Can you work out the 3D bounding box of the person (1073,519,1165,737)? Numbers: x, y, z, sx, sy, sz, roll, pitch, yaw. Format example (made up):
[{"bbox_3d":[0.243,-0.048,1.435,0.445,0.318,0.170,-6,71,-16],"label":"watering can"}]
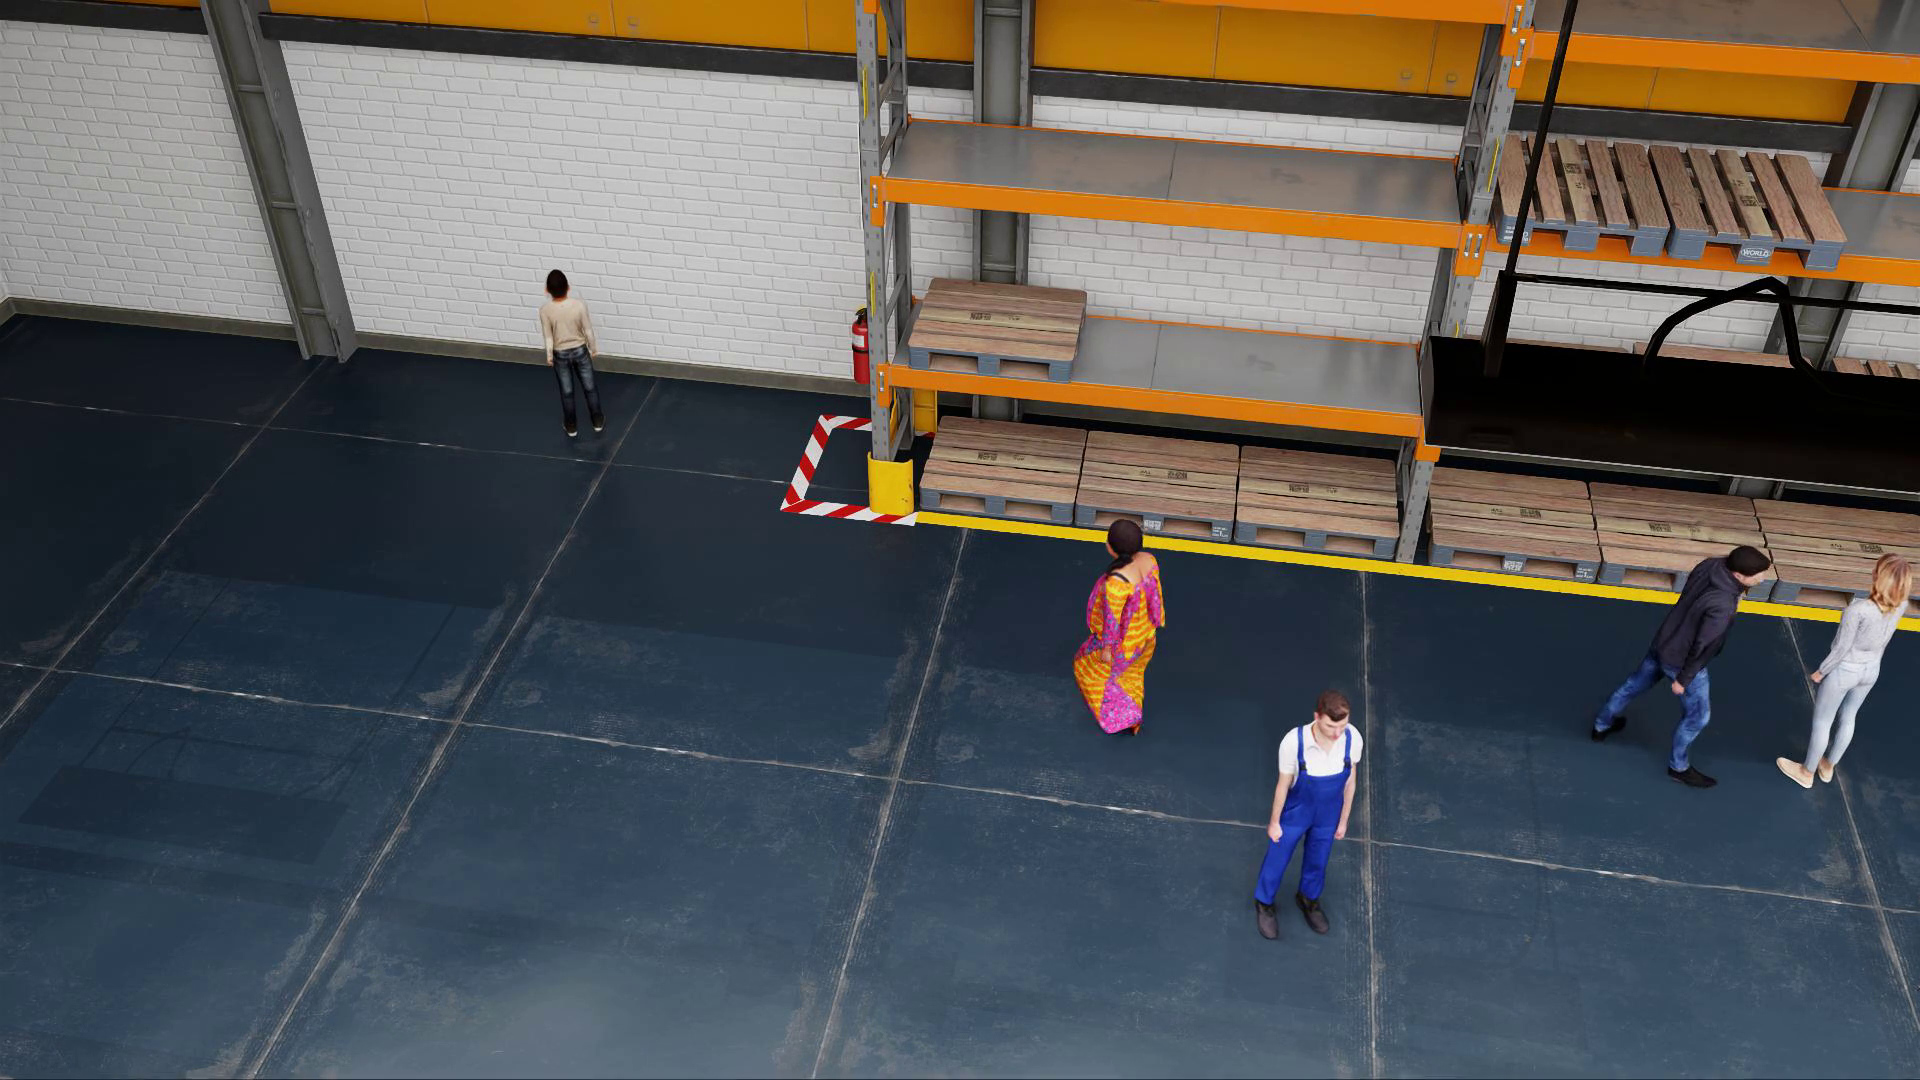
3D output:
[{"bbox_3d":[1.076,0.596,10.605,0.858,1.657,0.803,22,44,25],"label":"person"}]

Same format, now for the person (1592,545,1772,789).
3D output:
[{"bbox_3d":[4.417,0.692,10.344,0.937,1.832,0.835,-1,39,-2],"label":"person"}]

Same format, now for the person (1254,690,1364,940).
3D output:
[{"bbox_3d":[1.961,1.504,9.315,0.587,1.848,0.739,-5,39,-6],"label":"person"}]

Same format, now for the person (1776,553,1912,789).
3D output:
[{"bbox_3d":[5.473,0.808,10.230,0.590,1.795,0.719,-11,40,-13],"label":"person"}]

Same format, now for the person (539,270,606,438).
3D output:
[{"bbox_3d":[-3.137,-1.502,13.388,0.578,1.463,0.691,-12,40,-14],"label":"person"}]
